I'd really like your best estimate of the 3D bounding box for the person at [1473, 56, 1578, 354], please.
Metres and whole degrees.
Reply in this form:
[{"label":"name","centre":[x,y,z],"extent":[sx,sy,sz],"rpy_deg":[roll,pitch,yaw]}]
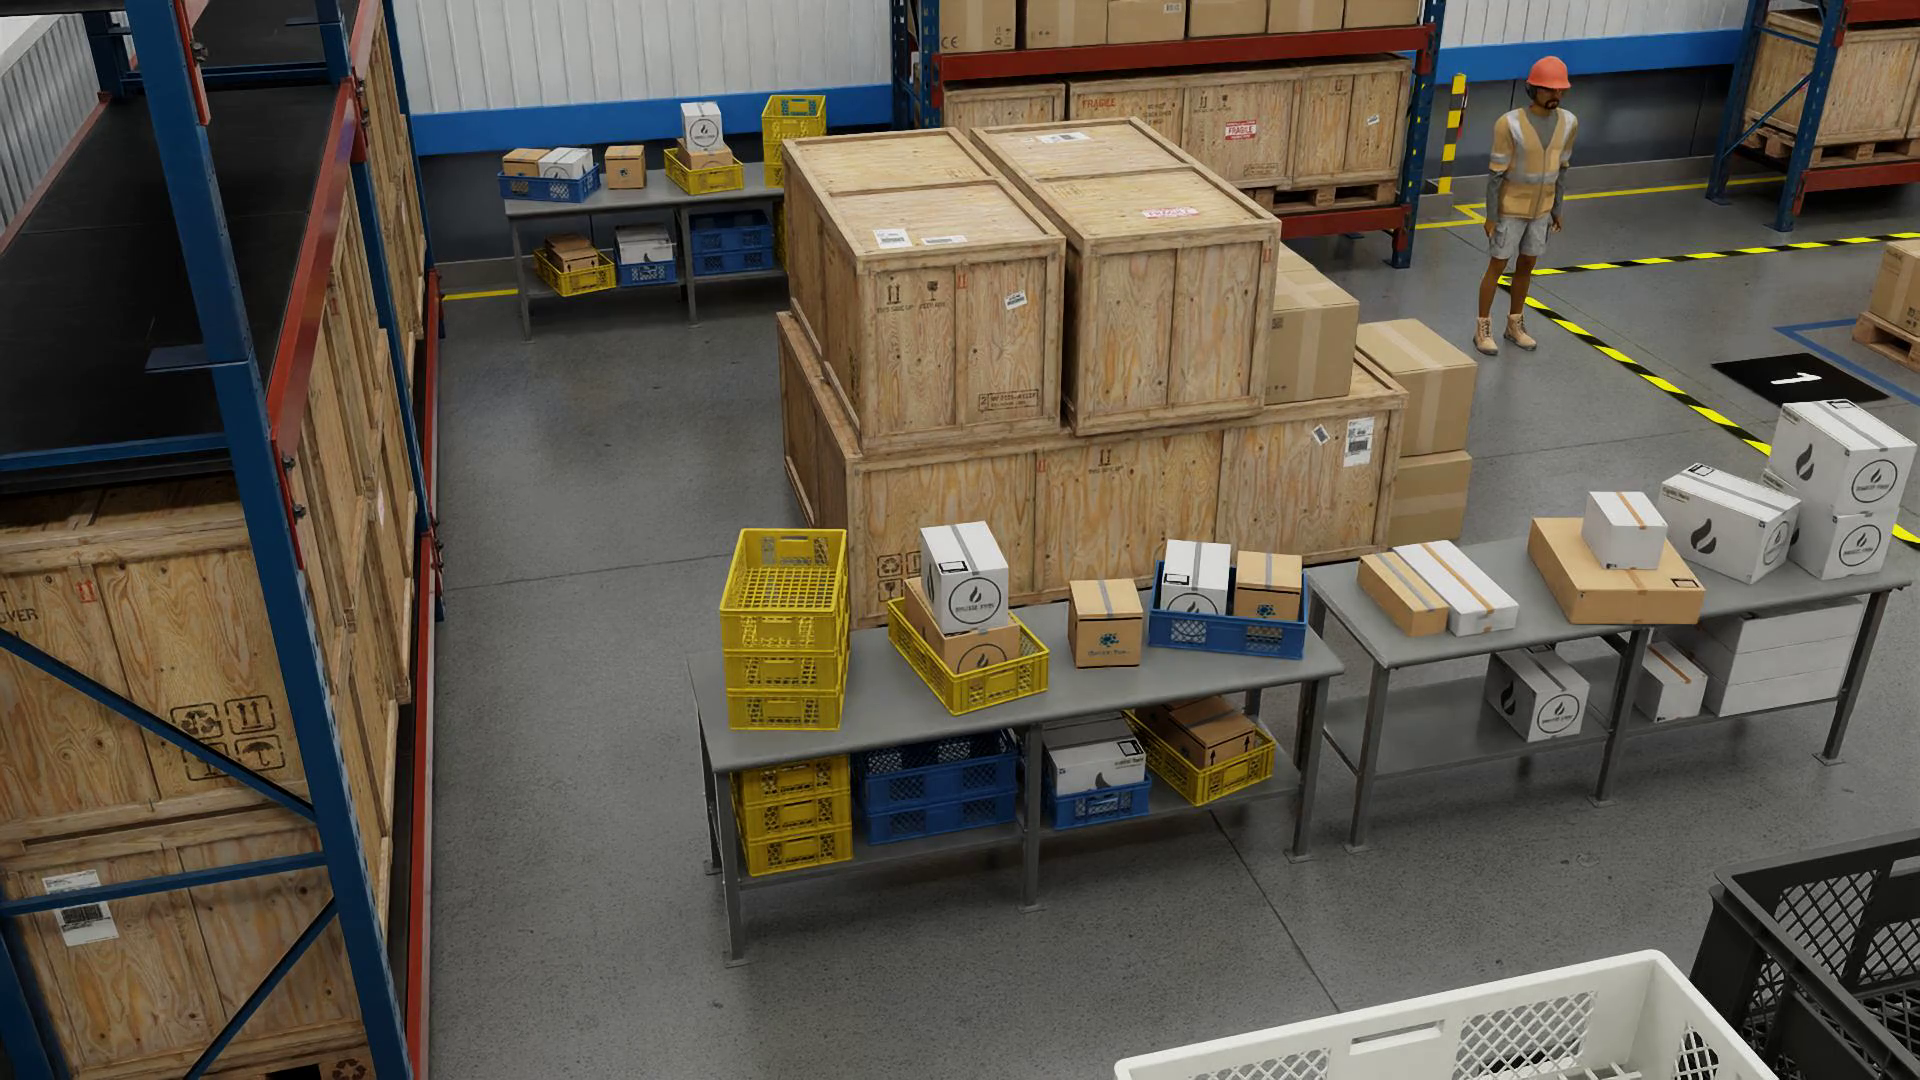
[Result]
[{"label":"person","centre":[3.884,-2.280,11.414],"extent":[0.606,2.048,0.366],"rpy_deg":[-8,30,-13]}]
